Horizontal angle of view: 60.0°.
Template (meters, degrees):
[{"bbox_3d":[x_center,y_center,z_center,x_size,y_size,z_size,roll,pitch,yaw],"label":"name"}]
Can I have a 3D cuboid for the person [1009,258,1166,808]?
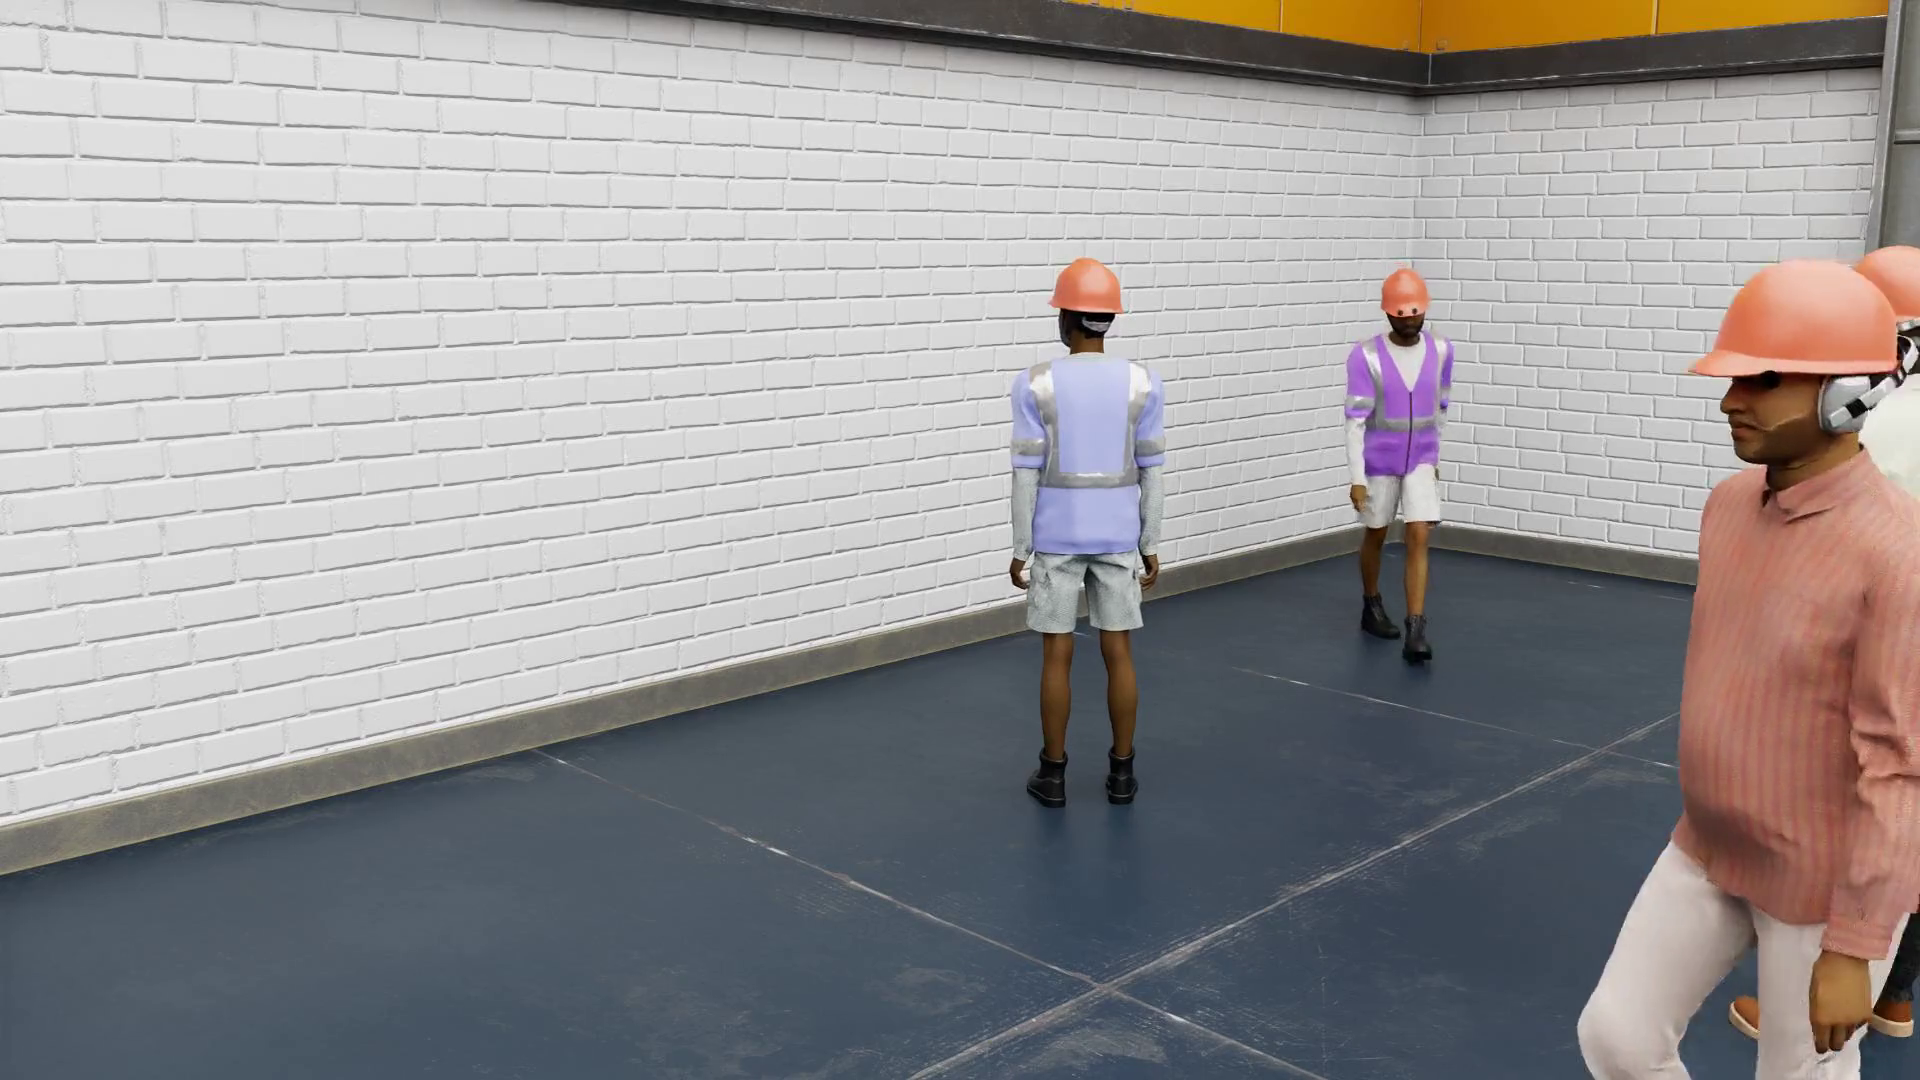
[{"bbox_3d":[0.441,-0.014,5.889,0.551,1.939,0.353,-1,10,-6],"label":"person"}]

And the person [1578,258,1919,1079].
[{"bbox_3d":[1.292,0.541,2.744,0.518,1.979,0.644,-2,11,-8],"label":"person"}]

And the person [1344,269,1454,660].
[{"bbox_3d":[2.110,-0.365,8.030,0.555,1.855,0.999,0,10,-3],"label":"person"}]

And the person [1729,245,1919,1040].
[{"bbox_3d":[2.228,0.291,4.080,0.612,1.997,0.376,-6,12,-29],"label":"person"}]
